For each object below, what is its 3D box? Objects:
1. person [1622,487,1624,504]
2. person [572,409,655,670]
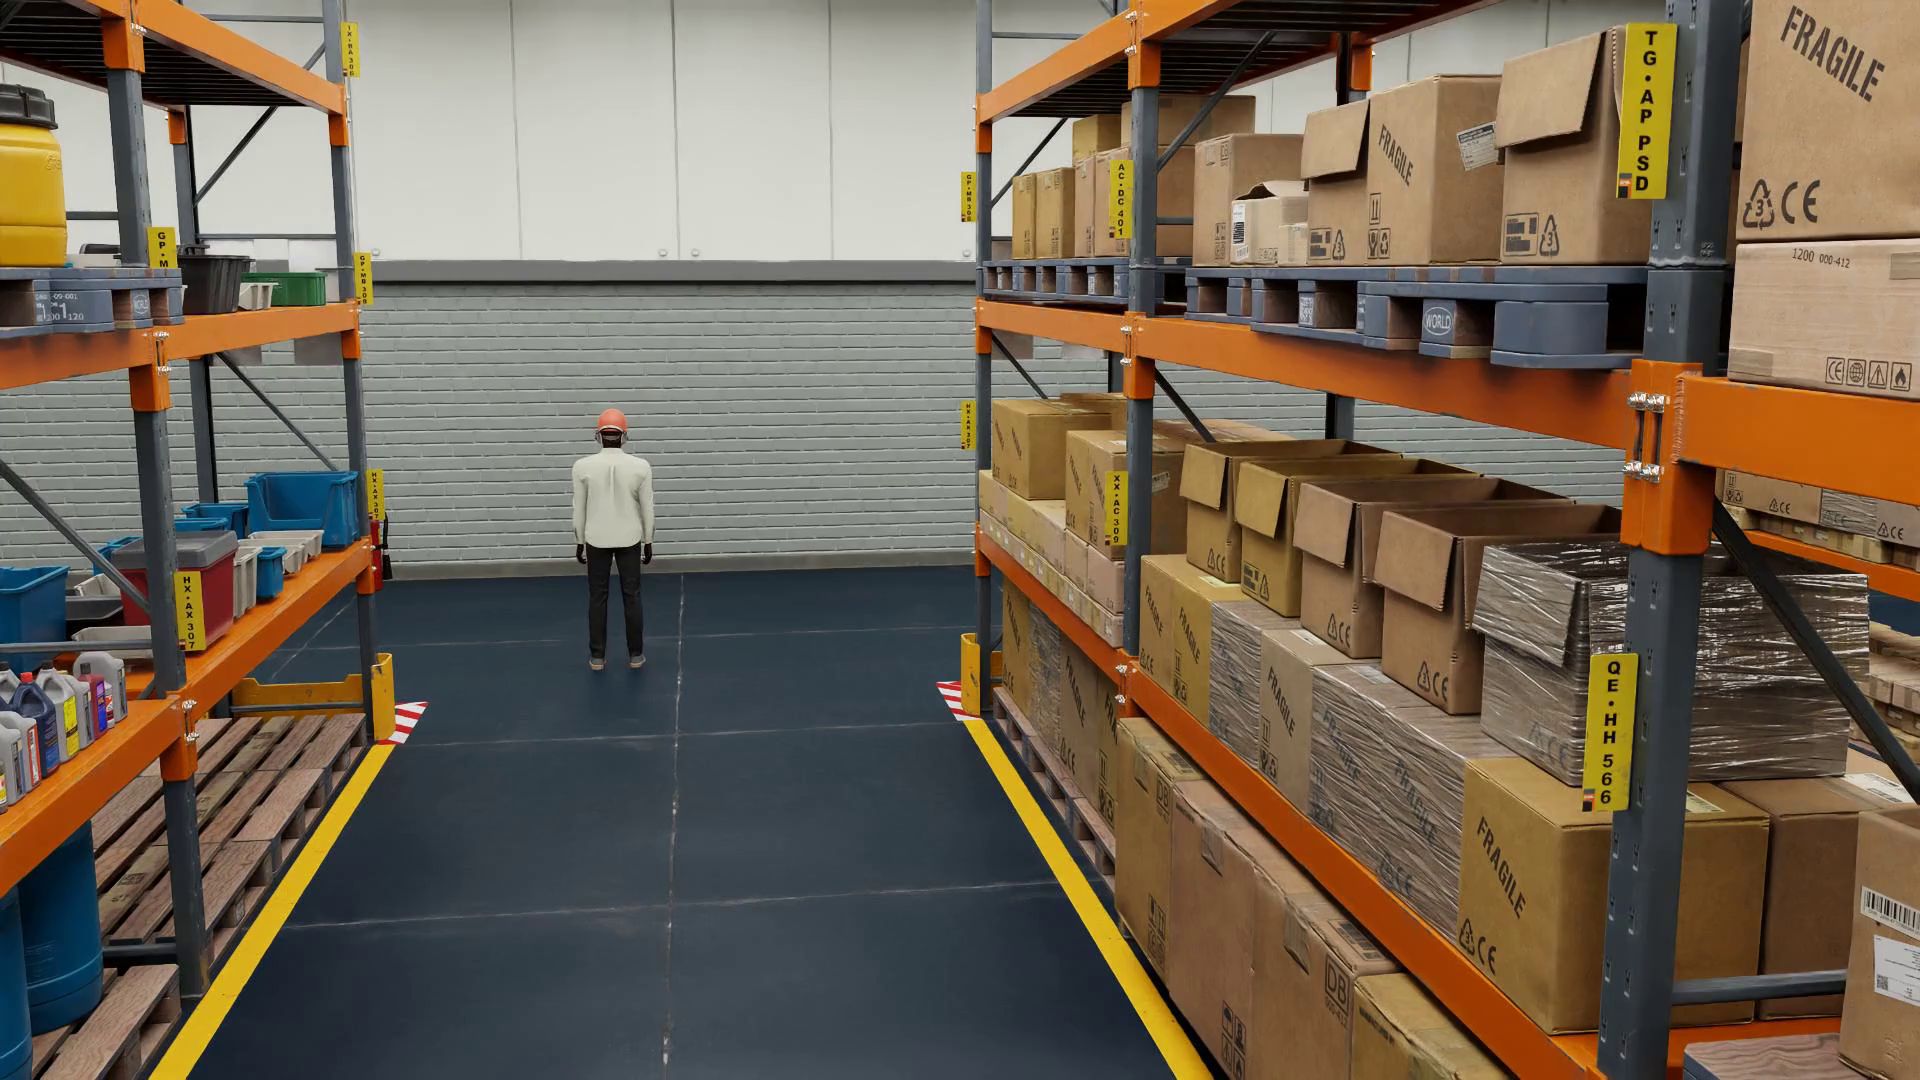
[{"bbox_3d":[5.455,-0.034,13.201,0.744,1.904,0.609,7,11,36],"label":"person"},{"bbox_3d":[-2.635,-0.004,12.688,0.610,1.987,0.403,-2,9,-14],"label":"person"}]
